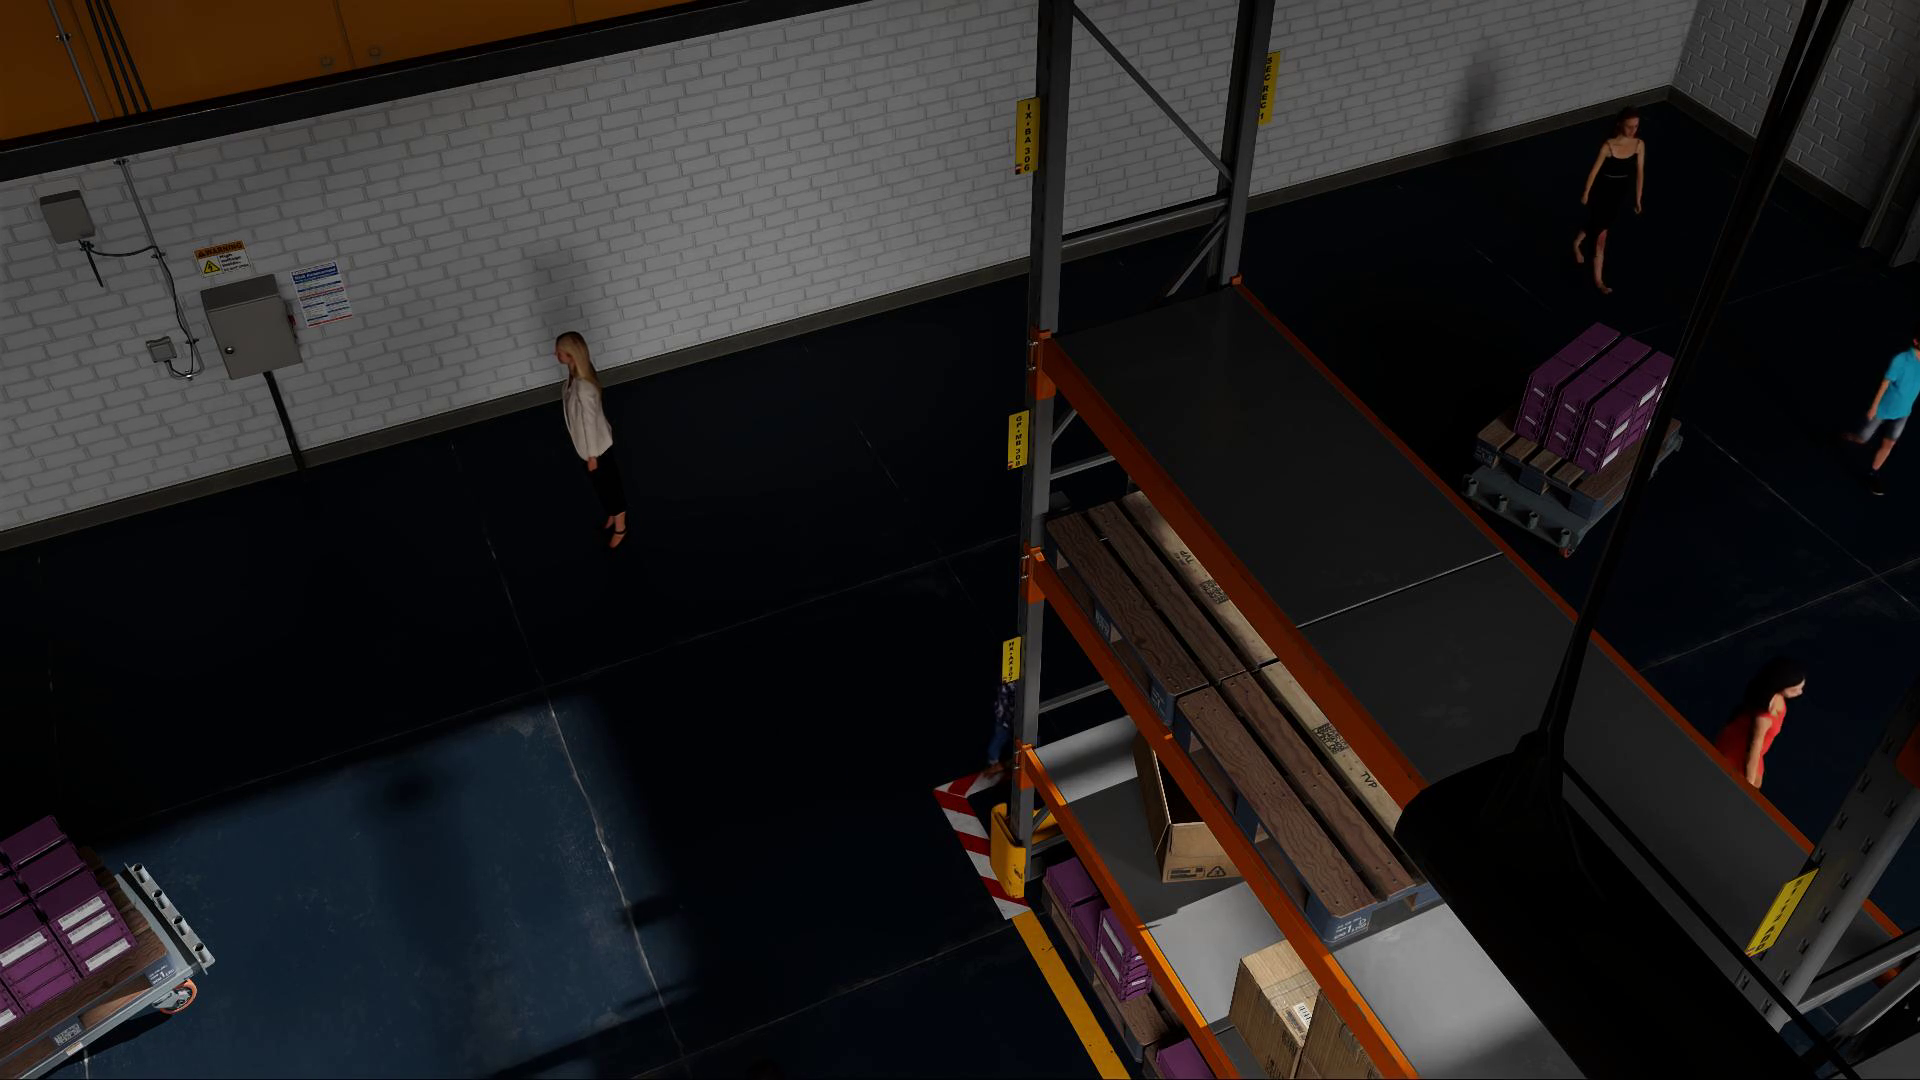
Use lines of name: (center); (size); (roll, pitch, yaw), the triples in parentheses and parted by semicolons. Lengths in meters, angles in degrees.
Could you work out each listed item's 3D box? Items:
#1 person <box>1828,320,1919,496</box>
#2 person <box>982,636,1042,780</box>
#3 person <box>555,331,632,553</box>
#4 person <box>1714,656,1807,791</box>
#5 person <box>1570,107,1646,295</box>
person: (6.827, -1.042, 12.256); (0.678, 1.438, 0.904); (-7, 44, -7)
person: (0.281, 1.060, 10.201); (0.561, 1.227, 0.684); (-20, 47, -19)
person: (-2.547, -0.679, 11.569); (0.679, 1.859, 0.481); (-15, 46, -15)
person: (4.422, 1.241, 9.671); (0.988, 1.697, 0.932); (13, 45, 13)
person: (5.489, -2.978, 14.187); (0.751, 1.576, 1.145); (-8, 44, -8)
